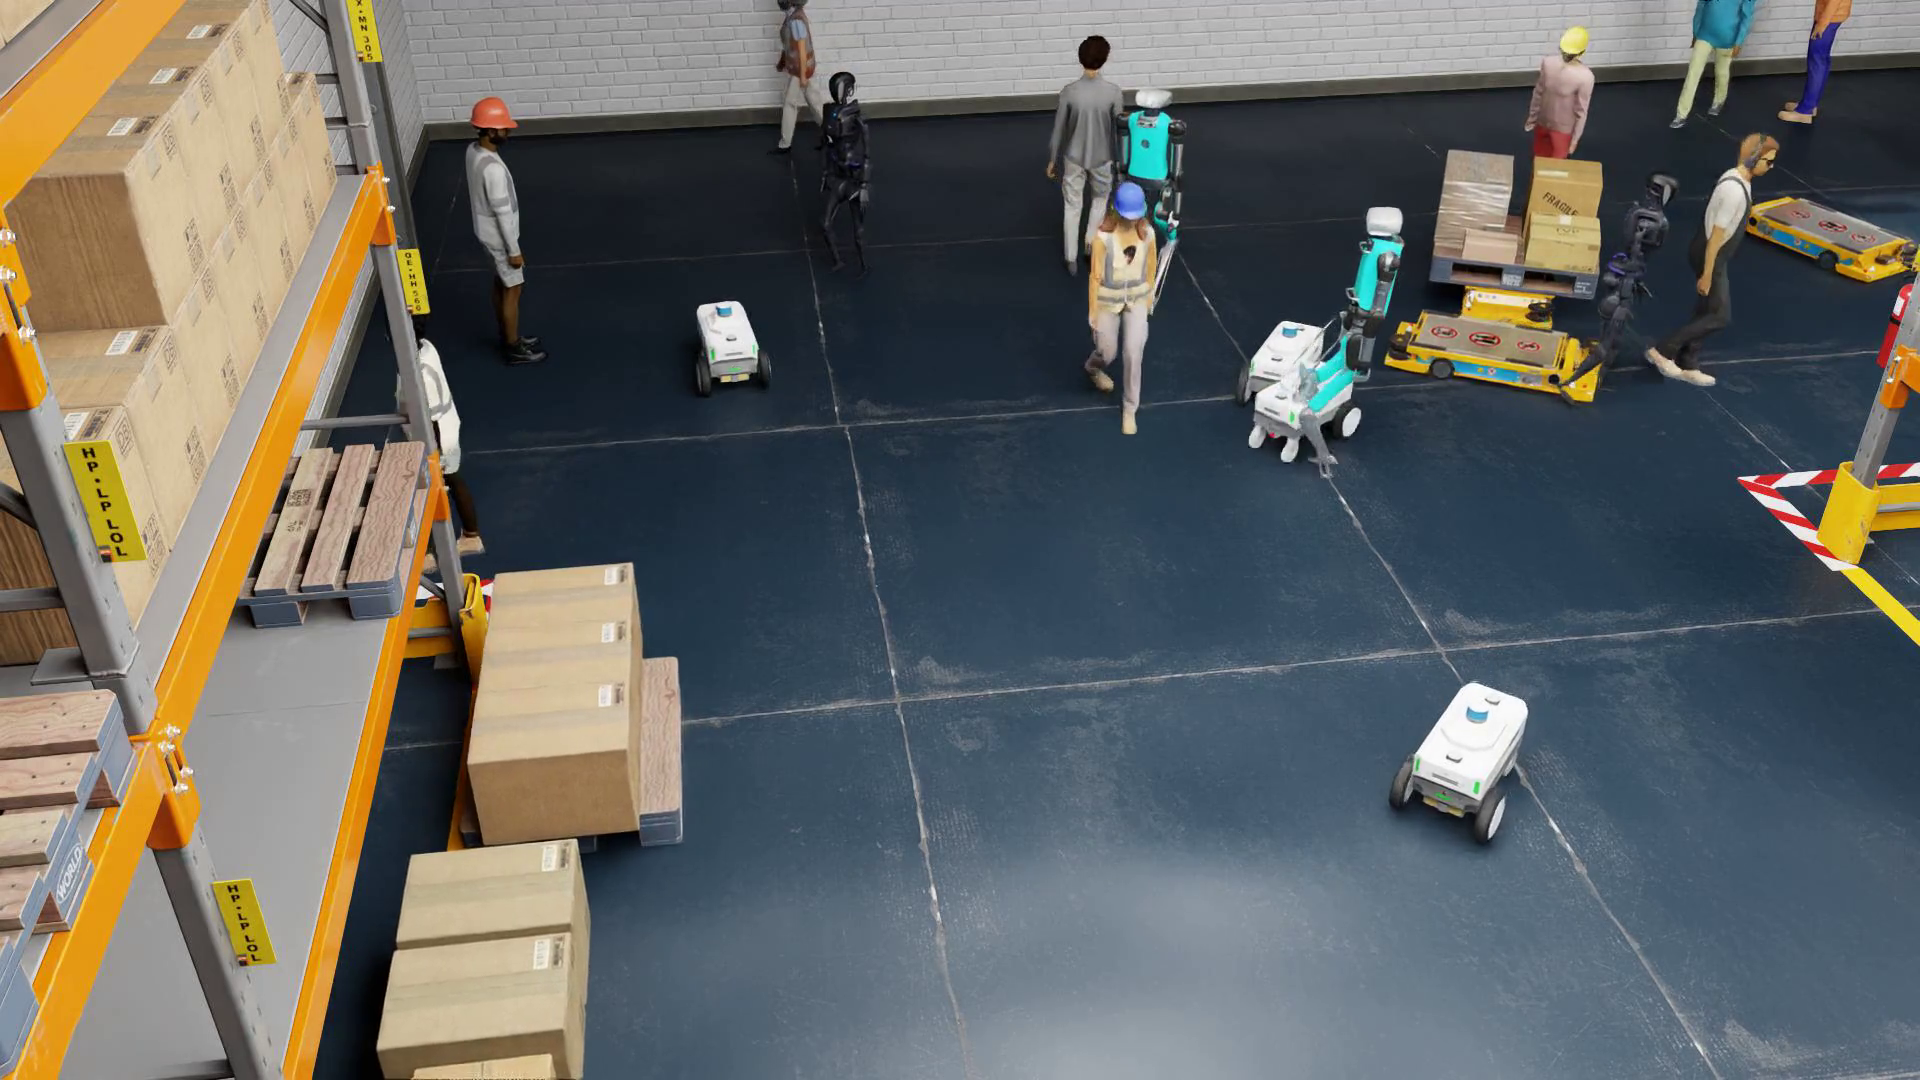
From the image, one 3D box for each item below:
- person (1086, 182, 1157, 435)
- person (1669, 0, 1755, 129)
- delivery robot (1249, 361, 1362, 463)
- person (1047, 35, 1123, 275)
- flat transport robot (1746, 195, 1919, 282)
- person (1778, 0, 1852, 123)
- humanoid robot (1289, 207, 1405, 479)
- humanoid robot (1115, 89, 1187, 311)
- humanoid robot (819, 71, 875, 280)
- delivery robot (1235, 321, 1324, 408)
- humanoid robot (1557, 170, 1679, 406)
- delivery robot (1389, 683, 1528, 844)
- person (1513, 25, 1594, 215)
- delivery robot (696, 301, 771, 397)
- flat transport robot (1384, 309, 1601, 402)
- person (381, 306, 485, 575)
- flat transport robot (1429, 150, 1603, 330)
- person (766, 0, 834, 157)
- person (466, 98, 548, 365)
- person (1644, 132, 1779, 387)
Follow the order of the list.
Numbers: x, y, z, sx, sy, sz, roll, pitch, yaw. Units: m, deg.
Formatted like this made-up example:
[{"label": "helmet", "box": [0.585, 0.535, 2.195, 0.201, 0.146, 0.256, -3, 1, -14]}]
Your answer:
[{"label": "person", "box": [1.038, -1.589, 10.931, 0.477, 1.739, 0.656, -5, 33, -7]}, {"label": "person", "box": [7.301, -4.873, 15.991, 0.558, 1.717, 0.864, 25, 41, 33]}, {"label": "delivery robot", "box": [2.258, -0.901, 10.946, 0.739, 0.566, 0.499, -28, 42, -36]}, {"label": "person", "box": [0.978, -2.964, 12.916, 0.641, 1.885, 0.457, 2, 33, 4]}, {"label": "flat transport robot", "box": [7.080, -2.509, 13.697, 0.659, 0.231, 1.431, -17, 37, -24]}, {"label": "person", "box": [8.327, -5.021, 15.980, 0.370, 1.983, 0.515, 22, 39, 30]}, {"label": "humanoid robot", "box": [2.324, -1.193, 10.380, 0.662, 1.839, 0.535, 2, 33, 3]}, {"label": "humanoid robot", "box": [1.466, -2.488, 12.396, 0.539, 1.881, 0.683, 15, 36, 22]}, {"label": "humanoid robot", "box": [-0.874, -2.790, 12.844, 0.584, 1.648, 0.406, 28, 42, 36]}, {"label": "delivery robot", "box": [2.238, -1.205, 11.436, 0.499, 0.593, 0.795, 15, 36, 22]}, {"label": "humanoid robot", "box": [4.412, -1.700, 11.176, 0.468, 1.646, 0.595, 17, 37, 24]}, {"label": "delivery robot", "box": [2.442, 1.037, 8.007, 0.499, 0.601, 0.802, 21, 38, 28]}, {"label": "person", "box": [4.914, -3.403, 13.726, 0.437, 1.753, 0.565, -19, 38, -26]}, {"label": "delivery robot", "box": [-1.619, -1.364, 11.693, 0.523, 0.609, 0.780, -9, 34, -13]}, {"label": "flat transport robot", "box": [3.819, -1.327, 11.887, 1.431, 0.231, 0.659, 13, 35, 19]}, {"label": "person", "box": [-3.117, -0.574, 9.444, 0.616, 1.680, 0.541, -6, 34, -9]}, {"label": "flat transport robot", "box": [4.272, -2.023, 12.953, 0.659, 0.231, 1.431, 9, 34, 14]}, {"label": "person", "box": [-1.457, -4.311, 15.174, 0.685, 1.645, 0.498, -1, 33, -2]}, {"label": "person", "box": [-3.181, -2.139, 11.622, 0.387, 1.924, 0.547, -17, 37, -24]}, {"label": "person", "box": [5.133, -1.882, 11.317, 0.445, 1.822, 0.553, 14, 36, 21]}]
